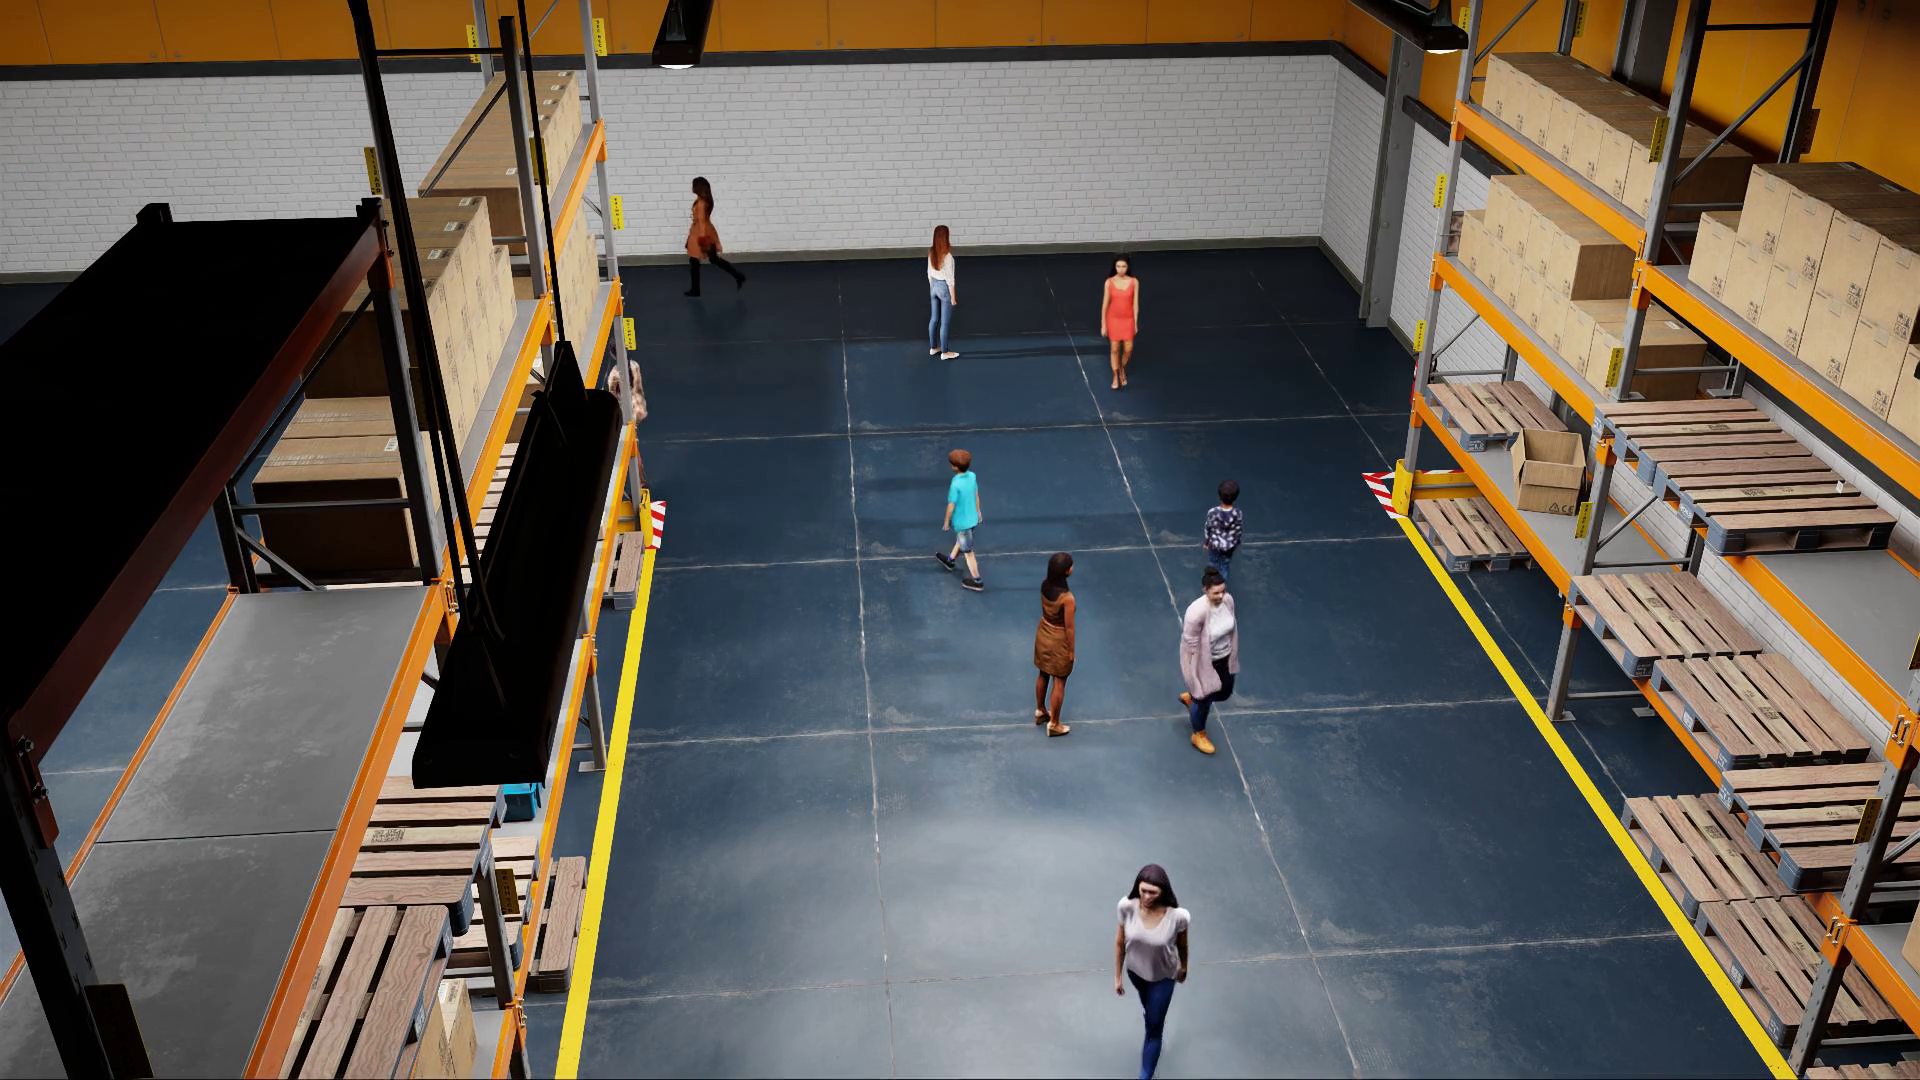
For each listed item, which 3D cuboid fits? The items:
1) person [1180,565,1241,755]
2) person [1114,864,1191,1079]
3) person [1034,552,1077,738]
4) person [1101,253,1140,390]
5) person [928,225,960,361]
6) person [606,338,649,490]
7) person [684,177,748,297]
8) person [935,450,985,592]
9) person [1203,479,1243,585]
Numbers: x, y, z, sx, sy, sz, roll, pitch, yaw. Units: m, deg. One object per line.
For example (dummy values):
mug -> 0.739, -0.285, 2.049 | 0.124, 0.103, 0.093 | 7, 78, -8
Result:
person -> 1.965, 0.927, 13.599 | 0.899, 1.730, 0.977 | -22, 36, -35
person -> 1.218, 2.670, 10.500 | 0.963, 1.638, 1.221 | 10, 30, 18
person -> 0.787, 0.856, 13.775 | 0.695, 1.686, 0.590 | -17, 33, -28
person -> 1.950, -2.677, 20.231 | 0.640, 1.707, 0.624 | 1, 29, 2
person -> -0.234, -3.155, 21.085 | 0.712, 1.728, 0.619 | -23, 36, -35
person -> -3.434, -1.265, 17.566 | 0.784, 1.780, 0.704 | 16, 32, 27
person -> -3.422, -4.144, 22.937 | 0.875, 1.691, 1.104 | 2, 29, 4
person -> 0.101, -0.174, 15.944 | 0.932, 1.418, 0.909 | 19, 34, 31
person -> 2.489, 0.025, 15.764 | 0.561, 1.240, 0.617 | 3, 29, 6
